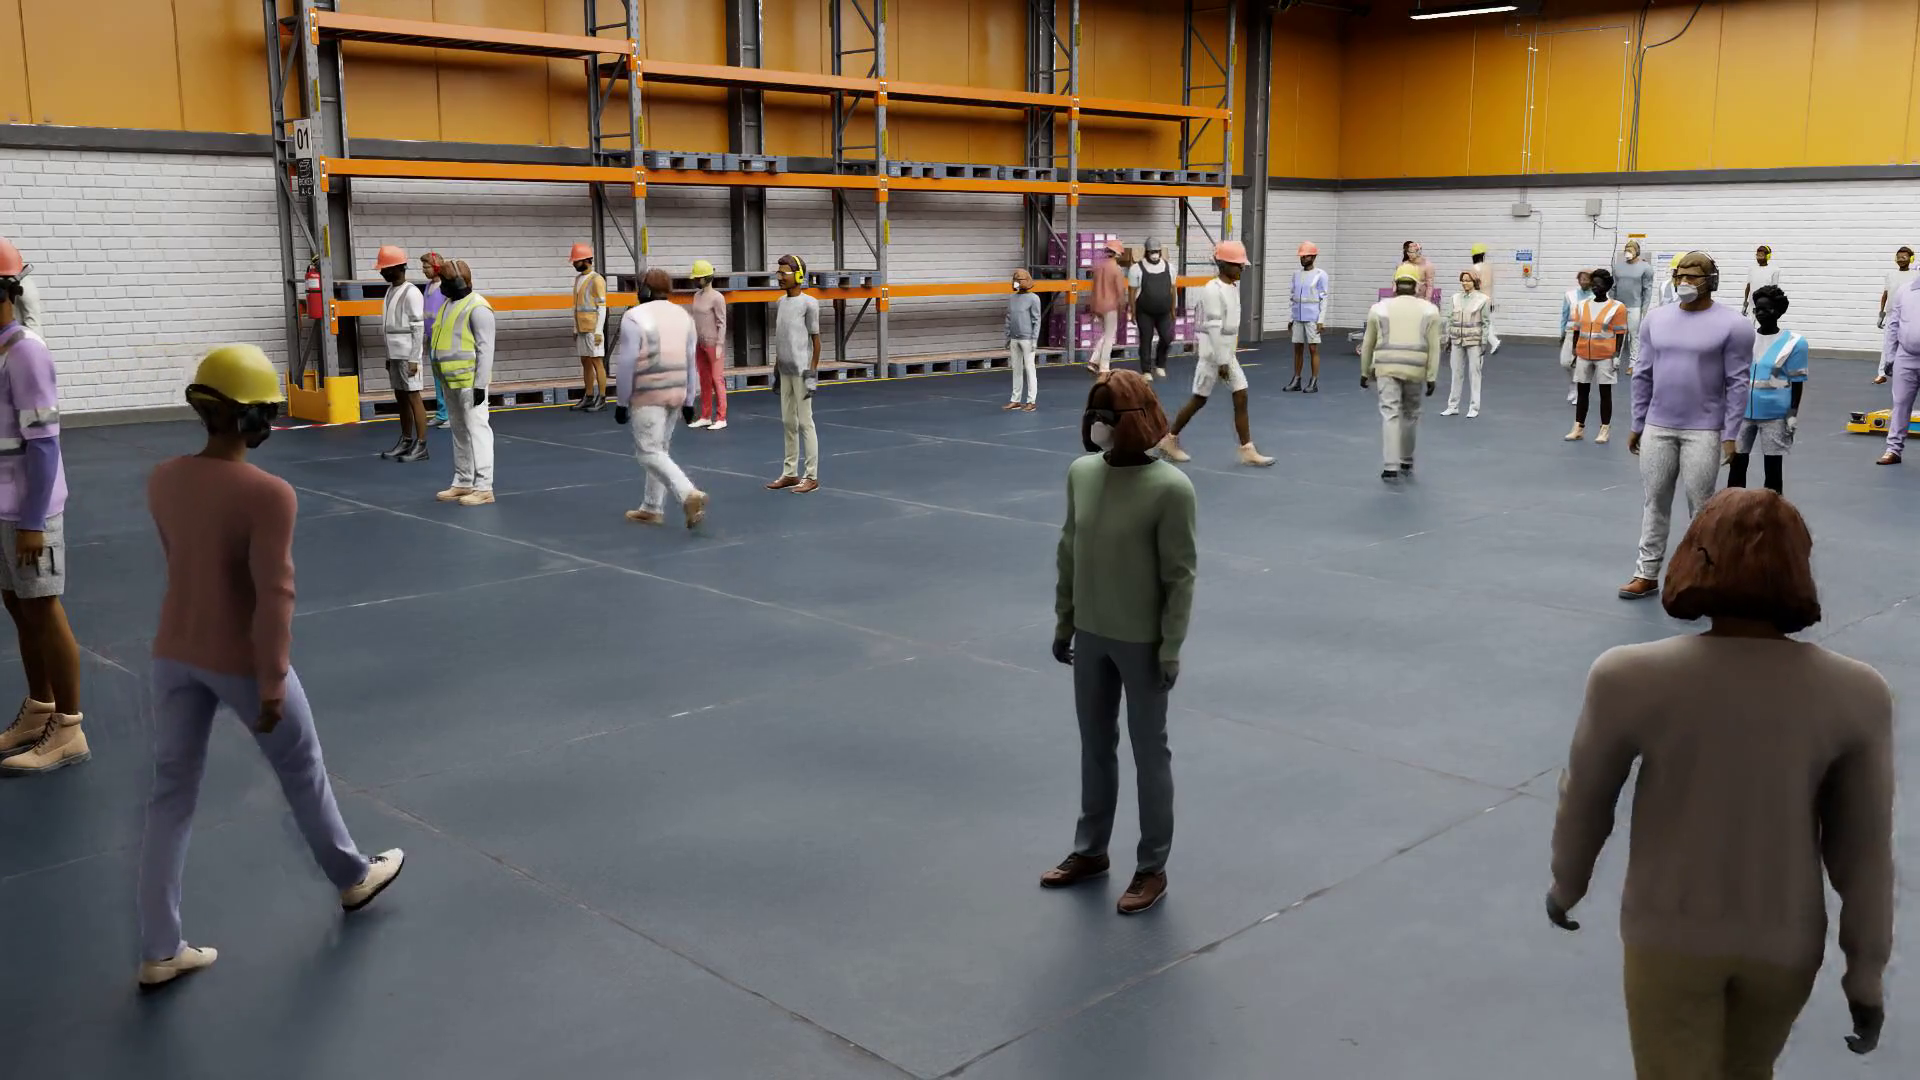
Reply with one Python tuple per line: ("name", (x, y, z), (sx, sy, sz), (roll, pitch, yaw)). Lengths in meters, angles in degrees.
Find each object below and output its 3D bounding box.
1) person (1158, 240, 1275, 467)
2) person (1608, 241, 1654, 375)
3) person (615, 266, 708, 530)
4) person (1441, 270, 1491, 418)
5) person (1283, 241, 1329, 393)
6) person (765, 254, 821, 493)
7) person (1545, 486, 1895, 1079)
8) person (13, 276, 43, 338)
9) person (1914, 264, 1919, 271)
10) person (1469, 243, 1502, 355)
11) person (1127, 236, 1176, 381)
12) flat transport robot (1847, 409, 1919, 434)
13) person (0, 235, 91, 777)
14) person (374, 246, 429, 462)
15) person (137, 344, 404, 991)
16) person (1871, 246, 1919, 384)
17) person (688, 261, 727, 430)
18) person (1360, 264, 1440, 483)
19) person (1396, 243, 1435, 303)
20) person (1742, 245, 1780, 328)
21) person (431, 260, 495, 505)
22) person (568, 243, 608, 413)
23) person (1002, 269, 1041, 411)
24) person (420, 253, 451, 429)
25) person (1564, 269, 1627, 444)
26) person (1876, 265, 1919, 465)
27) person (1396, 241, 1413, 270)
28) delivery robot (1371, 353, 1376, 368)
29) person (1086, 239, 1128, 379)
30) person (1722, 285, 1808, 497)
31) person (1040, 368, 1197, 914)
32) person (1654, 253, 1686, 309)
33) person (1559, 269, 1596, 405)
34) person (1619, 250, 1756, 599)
("person", (2.234, -1.633, 14.636), (1.042, 1.995, 0.620), (7, 13, 35))
("person", (9.724, -3.369, 24.193), (0.370, 1.940, 0.627), (-10, 14, -43))
("person", (-2.040, -0.964, 11.422), (0.800, 1.823, 0.627), (7, 12, 32))
("person", (5.653, -2.185, 18.549), (0.311, 1.642, 0.512), (-10, 14, -43))
("person", (4.456, -2.862, 21.429), (0.363, 1.939, 0.542), (-10, 14, -43))
("person", (-1.311, -1.302, 13.123), (0.326, 1.869, 0.518), (-10, 14, -43))
("person", (1.322, 0.697, 2.973), (0.506, 1.587, 0.837), (1, 10, 5))
("person", (-8.339, -1.639, 14.776), (0.370, 1.934, 0.627), (-10, 14, -43))
("person", (14.840, -3.603, 25.497), (0.374, 1.928, 0.542), (-10, 14, -43))
("person", (8.850, -4.077, 28.196), (0.586, 1.892, 0.881), (-8, 13, -38))
("person", (2.686, -3.221, 23.111), (0.701, 2.000, 0.537), (-2, 11, -9))
("flat transport robot", (9.794, -1.162, 16.709), (0.652, 0.197, 1.431), (-10, 14, -44))
("person", (-3.580, -0.134, 6.263), (0.380, 2.045, 0.605), (-10, 14, -43))
("person", (-5.009, -1.659, 14.896), (0.374, 1.928, 0.542), (-10, 14, -43))
("person", (-1.997, 0.321, 4.671), (0.537, 1.722, 0.906), (3, 11, 18))
("person", (12.709, -3.028, 22.520), (0.326, 1.874, 0.518), (-10, 14, -43))
("person", (-2.648, -2.029, 17.381), (0.327, 1.760, 0.523), (-10, 14, -43))
("person", (3.651, -1.394, 13.845), (0.618, 1.773, 0.911), (2, 11, 12))
("person", (7.268, -3.815, 26.732), (0.406, 1.902, 0.636), (-10, 14, -43))
("person", (12.475, -3.654, 25.958), (0.326, 1.865, 0.518), (-10, 14, -43))
("person", (-3.756, -1.183, 12.558), (0.430, 1.838, 0.619), (-10, 14, -43))
("person", (-4.275, -2.422, 19.060), (0.374, 1.928, 0.542), (-10, 14, -43))
("person", (0.716, -2.306, 19.228), (0.278, 1.634, 0.498), (-10, 14, -43))
("person", (-5.435, -2.087, 17.478), (0.388, 1.837, 0.563), (-10, 14, -43))
("person", (6.216, -1.792, 16.253), (0.321, 1.697, 0.529), (-10, 14, -43))
("person", (8.408, -1.580, 14.520), (0.406, 1.911, 0.636), (-10, 14, -43))
("person", (8.413, -4.644, 31.217), (0.390, 1.914, 0.587), (-10, 14, -43))
("delivery robot", (6.049, -2.506, 23.010), (0.477, 0.478, 0.707), (-10, 14, -44))
("person", (2.122, -3.256, 23.526), (0.490, 1.962, 0.618), (-6, 12, -29))
("person", (5.296, -0.832, 11.014), (0.321, 1.697, 0.529), (-10, 14, -43))
("person", (0.479, 0.300, 5.019), (0.278, 1.634, 0.498), (-10, 14, -43))
("person", (8.083, -2.314, 18.758), (0.403, 1.823, 0.586), (-10, 14, -43))
("person", (7.413, -2.419, 19.847), (0.547, 1.623, 0.360), (9, 14, 41))
("person", (3.970, -0.603, 9.112), (0.370, 1.940, 0.627), (-10, 14, -43))
